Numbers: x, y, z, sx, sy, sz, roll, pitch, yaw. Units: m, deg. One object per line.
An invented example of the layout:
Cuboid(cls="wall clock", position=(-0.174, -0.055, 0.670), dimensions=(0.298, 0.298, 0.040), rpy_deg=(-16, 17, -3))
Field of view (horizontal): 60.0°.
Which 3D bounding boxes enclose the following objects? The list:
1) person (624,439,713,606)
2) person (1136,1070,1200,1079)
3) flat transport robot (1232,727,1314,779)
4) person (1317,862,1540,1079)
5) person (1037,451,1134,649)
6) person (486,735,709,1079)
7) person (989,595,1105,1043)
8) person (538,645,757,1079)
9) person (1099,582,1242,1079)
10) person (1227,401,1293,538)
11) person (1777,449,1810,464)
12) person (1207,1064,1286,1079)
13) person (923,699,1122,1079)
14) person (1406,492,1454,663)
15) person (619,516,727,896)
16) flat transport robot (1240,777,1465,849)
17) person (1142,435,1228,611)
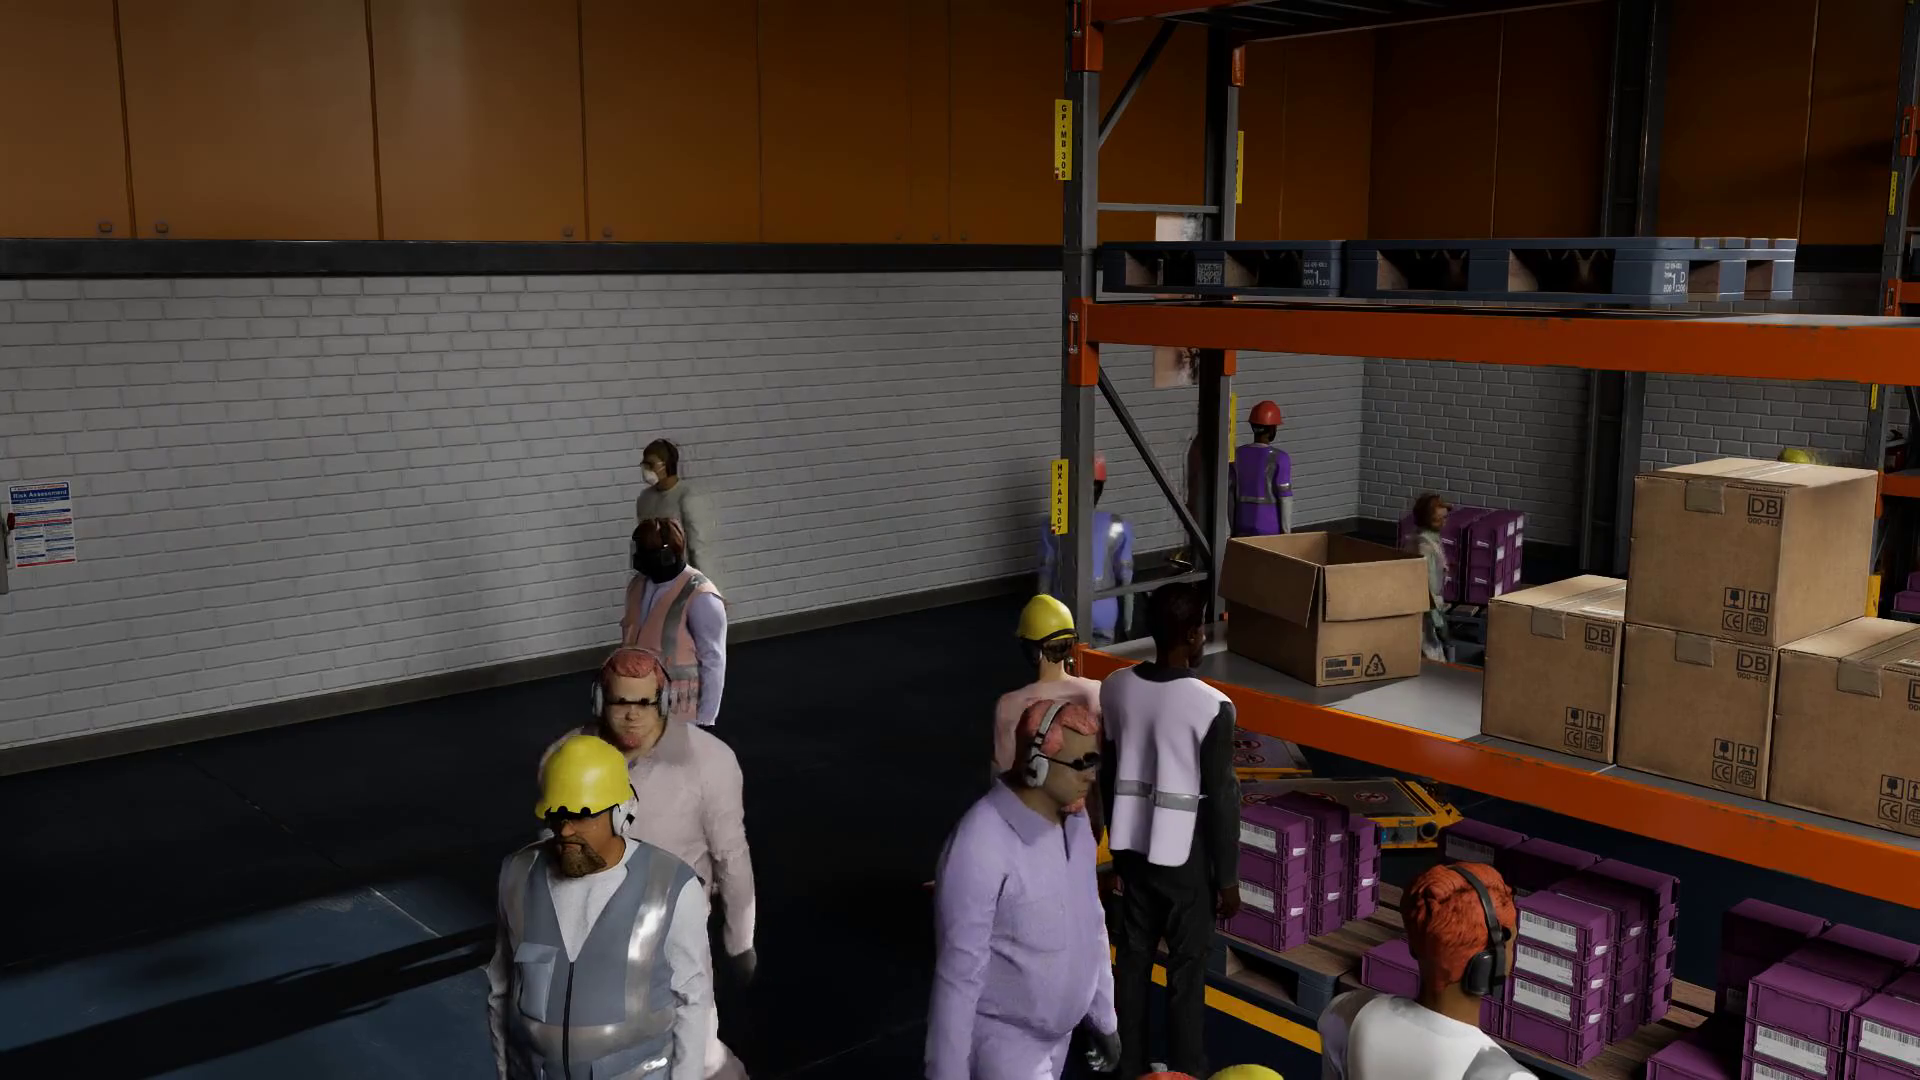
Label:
Cuboid(cls="person", position=(-1.889, 0.341, 10.249), dimensions=(0.830, 1.910, 0.662), rpy_deg=(-8, 13, -40))
Cuboid(cls="person", position=(0.314, 1.670, 2.192), dimensions=(0.624, 2.015, 0.858), rpy_deg=(-7, 12, -36))
Cuboid(cls="flat transport robot", position=(1.623, 1.257, 9.694), dimensions=(0.652, 0.197, 1.431), rpy_deg=(0, 10, 2))
Cuboid(cls="person", position=(0.943, 1.547, 3.286), dimensions=(0.353, 1.883, 0.572), rpy_deg=(-6, 11, -31))
Cuboid(cls="person", position=(0.721, 0.441, 9.679), dimensions=(0.577, 1.911, 0.446), rpy_deg=(0, 10, 2))
Cuboid(cls="person", position=(-0.949, 1.394, 4.324), dimensions=(0.586, 1.833, 0.403), rpy_deg=(1, 10, 7))
Cuboid(cls="person", position=(0.343, 1.081, 6.374), dimensions=(0.528, 1.762, 0.347), rpy_deg=(-6, 11, -29))
Cuboid(cls="person", position=(-0.962, 1.211, 5.280), dimensions=(0.673, 1.886, 0.674), rpy_deg=(2, 10, 13))
Cuboid(cls="person", position=(0.728, 1.094, 5.824), dimensions=(0.392, 1.922, 0.592), rpy_deg=(-9, 13, -42))
Cuboid(cls="person", position=(2.312, -0.100, 12.768), dimensions=(0.552, 1.937, 0.356), rpy_deg=(8, 13, 40))
Cuboid(cls="person", position=(5.799, 0.208, 11.683), dimensions=(0.910, 1.696, 0.503), rpy_deg=(9, 13, 44))
Cuboid(cls="person", position=(0.400, 1.683, 2.927), dimensions=(0.530, 1.741, 0.712), rpy_deg=(-2, 10, -9))
Cuboid(cls="person", position=(0.266, 1.353, 4.452), dimensions=(0.858, 1.867, 0.658), rpy_deg=(5, 11, 29))
Cuboid(cls="person", position=(2.862, 0.487, 10.278), dimensions=(0.369, 1.613, 0.536), rpy_deg=(3, 10, 18))
Cuboid(cls="person", position=(-1.367, 0.795, 7.814), dimensions=(0.629, 1.839, 0.429), rpy_deg=(9, 13, 43))
Cuboid(cls="flat transport robot", position=(1.921, 1.433, 8.665), dimensions=(1.431, 0.197, 0.652), rpy_deg=(-1, 10, -4))
Cuboid(cls="person", position=(1.914, -0.181, 13.458), dimensions=(0.810, 1.873, 0.668), rpy_deg=(0, 10, 1))
